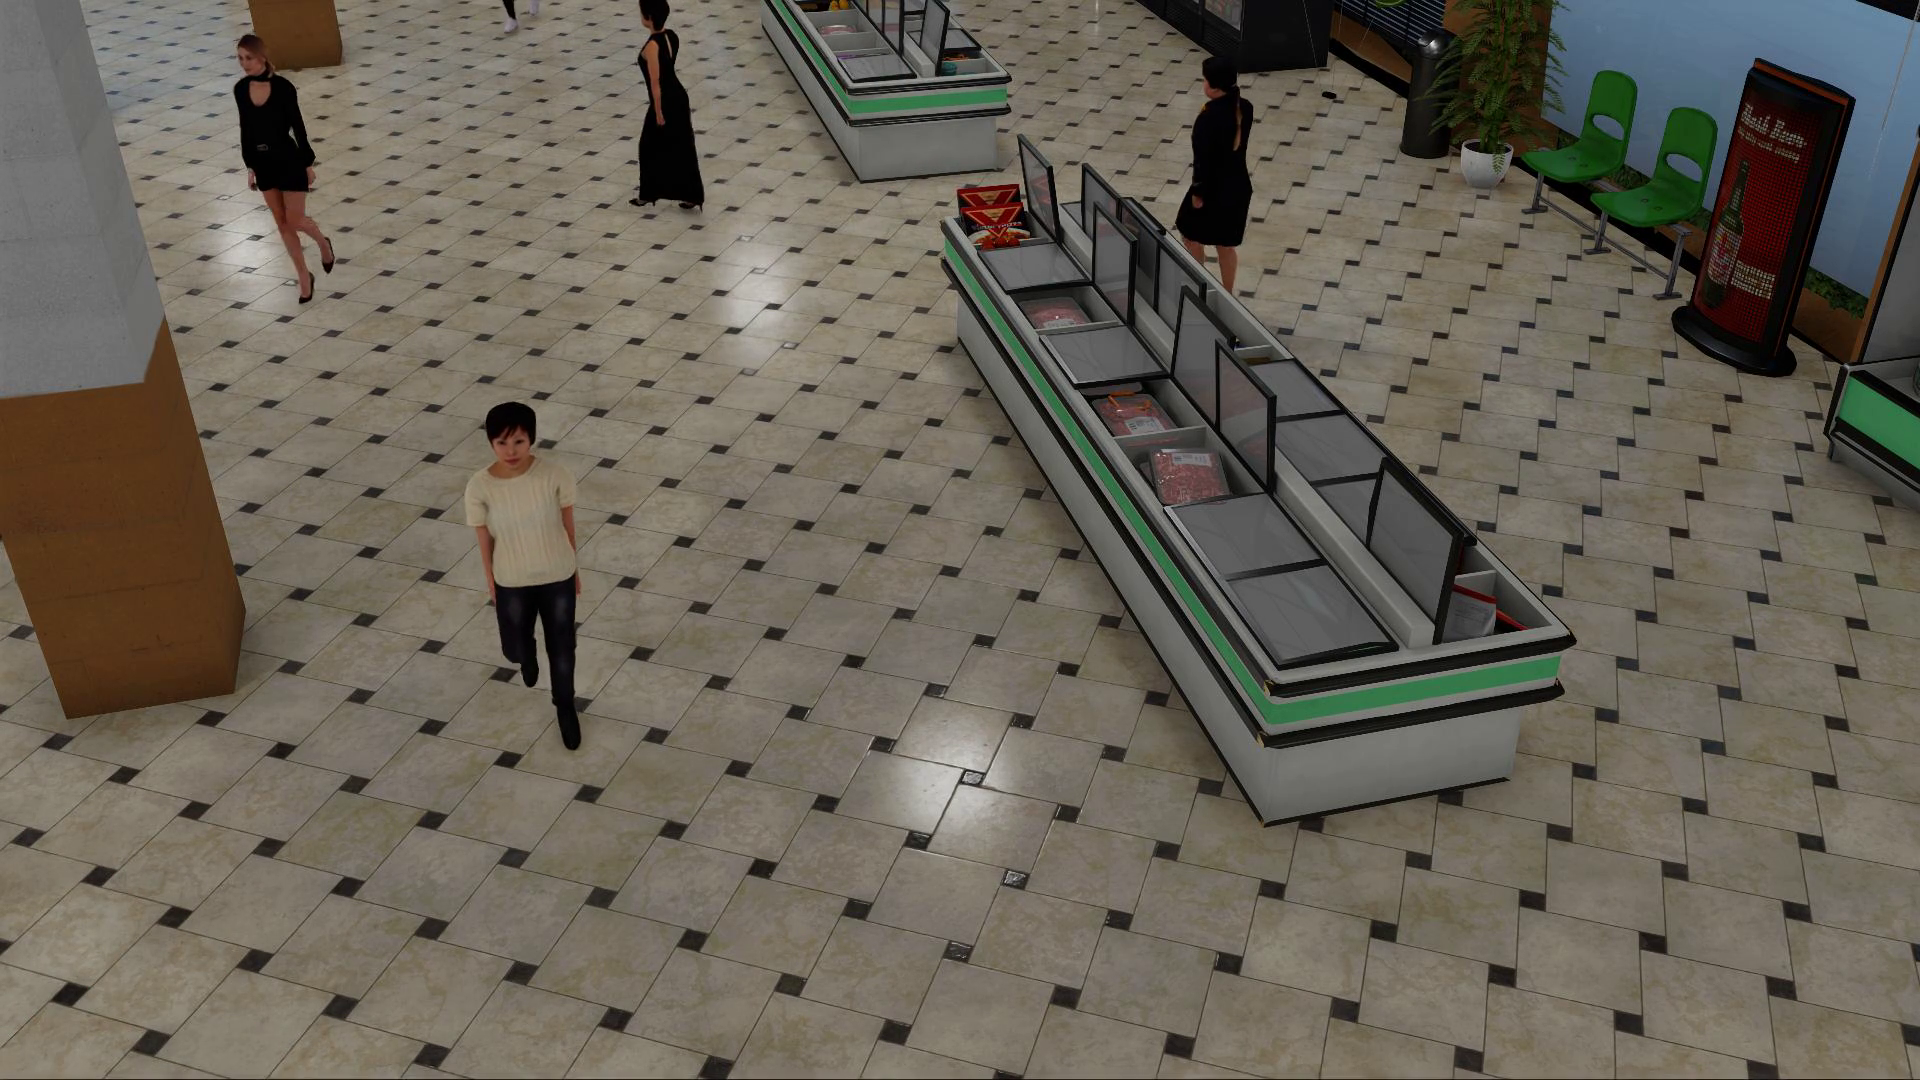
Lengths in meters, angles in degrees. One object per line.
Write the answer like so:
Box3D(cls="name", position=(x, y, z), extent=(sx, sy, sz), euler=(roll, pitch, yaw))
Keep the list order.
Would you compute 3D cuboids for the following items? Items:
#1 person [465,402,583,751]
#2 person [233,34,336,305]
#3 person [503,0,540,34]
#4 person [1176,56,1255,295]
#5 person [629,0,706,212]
Box3D(cls="person", position=(-1.766, 0.126, 6.876), extent=(0.617, 1.576, 0.748), euler=(-10, 33, -16))
Box3D(cls="person", position=(-4.364, -2.407, 10.781), extent=(0.727, 1.752, 0.822), euler=(4, 32, 7))
Box3D(cls="person", position=(-4.461, -5.998, 16.555), extent=(0.876, 1.749, 1.158), euler=(4, 32, 6))
Box3D(cls="person", position=(1.690, -2.176, 10.502), extent=(0.855, 1.655, 0.862), euler=(-25, 40, -35))
Box3D(cls="person", position=(-2.060, -3.149, 12.138), extent=(0.898, 1.578, 0.866), euler=(13, 34, 20))
